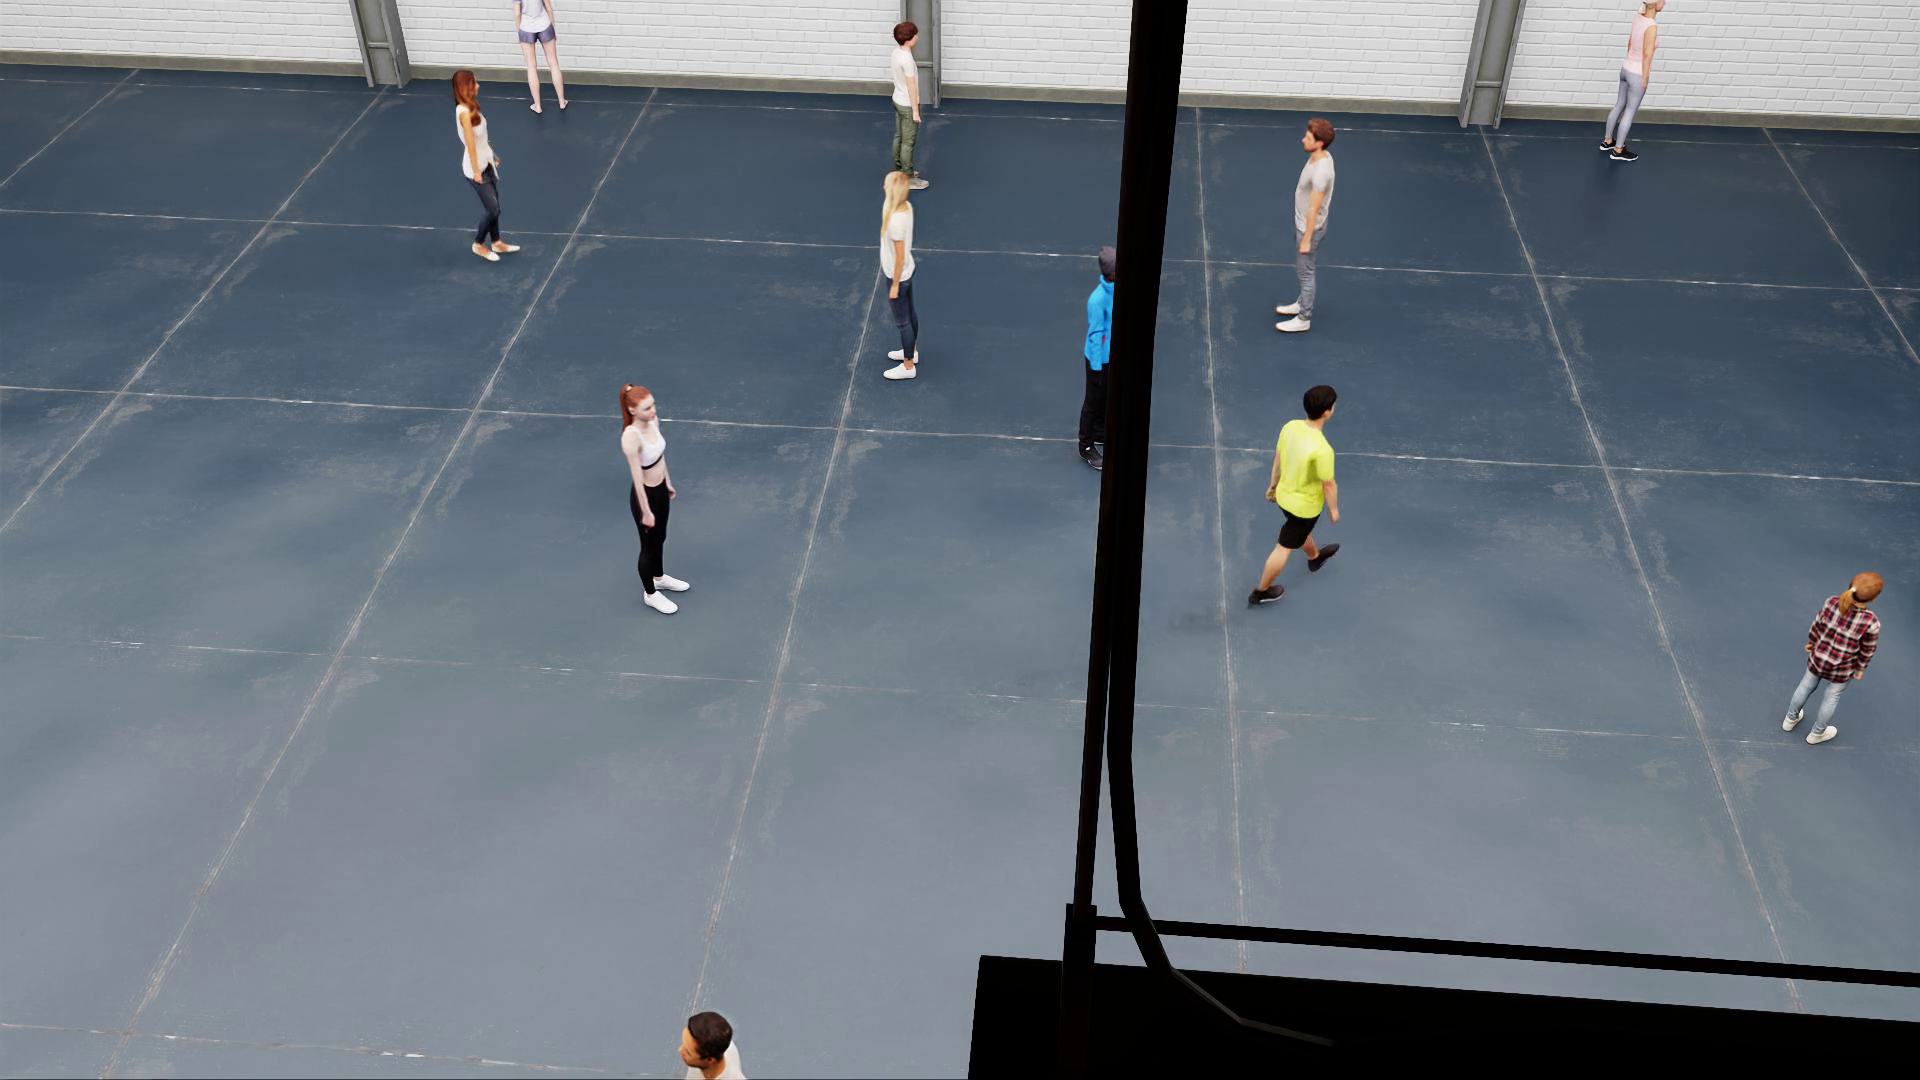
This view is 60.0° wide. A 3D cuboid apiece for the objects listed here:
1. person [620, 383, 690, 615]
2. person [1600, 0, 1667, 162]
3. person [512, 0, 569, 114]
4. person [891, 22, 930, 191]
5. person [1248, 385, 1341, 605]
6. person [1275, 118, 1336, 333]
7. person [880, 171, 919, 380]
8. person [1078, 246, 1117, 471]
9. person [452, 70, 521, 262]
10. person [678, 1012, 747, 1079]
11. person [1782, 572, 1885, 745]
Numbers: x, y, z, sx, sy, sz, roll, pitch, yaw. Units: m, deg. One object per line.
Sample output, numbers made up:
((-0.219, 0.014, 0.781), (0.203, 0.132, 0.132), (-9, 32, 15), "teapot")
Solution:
((-2.092, -0.294, 11.193), (0.580, 1.740, 0.624), (10, 40, 13), "person")
((6.782, -4.695, 16.714), (0.594, 1.726, 0.601), (-5, 39, -6), "person")
((-4.480, -5.389, 17.551), (0.630, 1.767, 0.730), (-13, 40, -16), "person")
((-0.526, -4.240, 16.202), (0.665, 1.655, 0.655), (-14, 41, -16), "person")
((2.226, -0.249, 11.198), (1.167, 1.663, 1.007), (-18, 42, -22), "person")
((2.959, -2.658, 14.029), (0.551, 1.895, 0.645), (4, 39, 5), "person")
((-0.476, -2.142, 13.452), (0.483, 1.808, 0.608), (4, 39, 5), "person")
((1.080, -1.398, 12.532), (0.695, 1.794, 0.691), (22, 43, 25), "person")
((-4.396, -3.359, 15.001), (0.679, 1.777, 0.701), (-3, 39, -4), "person")
((-1.032, 2.681, 7.410), (0.727, 1.811, 0.736), (-17, 42, -20), "person")
((5.410, 0.713, 10.280), (0.674, 1.305, 0.617), (-27, 46, -29), "person")
